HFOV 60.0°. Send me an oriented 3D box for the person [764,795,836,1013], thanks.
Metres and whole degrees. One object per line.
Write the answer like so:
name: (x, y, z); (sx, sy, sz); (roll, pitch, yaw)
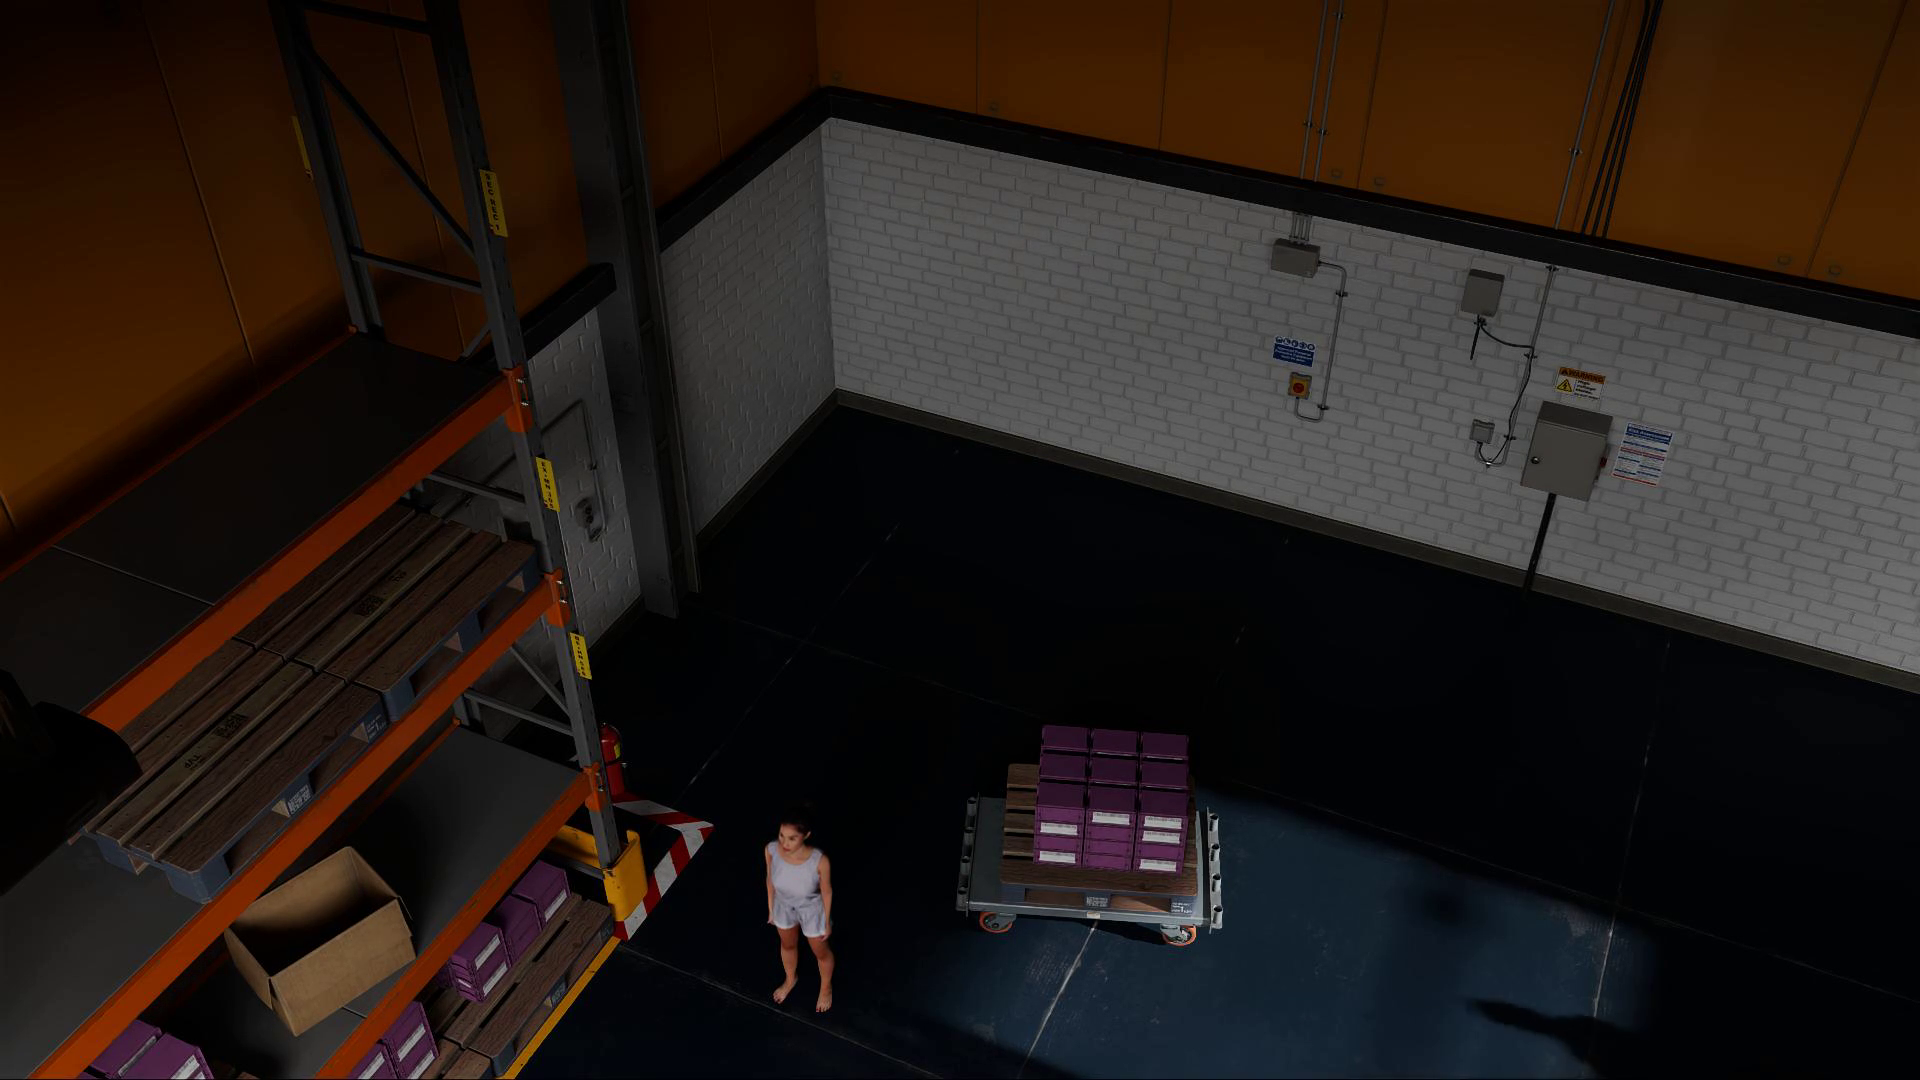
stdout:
person: (-0.925, 2.141, 9.726); (0.588, 1.605, 0.583); (11, 40, 13)
